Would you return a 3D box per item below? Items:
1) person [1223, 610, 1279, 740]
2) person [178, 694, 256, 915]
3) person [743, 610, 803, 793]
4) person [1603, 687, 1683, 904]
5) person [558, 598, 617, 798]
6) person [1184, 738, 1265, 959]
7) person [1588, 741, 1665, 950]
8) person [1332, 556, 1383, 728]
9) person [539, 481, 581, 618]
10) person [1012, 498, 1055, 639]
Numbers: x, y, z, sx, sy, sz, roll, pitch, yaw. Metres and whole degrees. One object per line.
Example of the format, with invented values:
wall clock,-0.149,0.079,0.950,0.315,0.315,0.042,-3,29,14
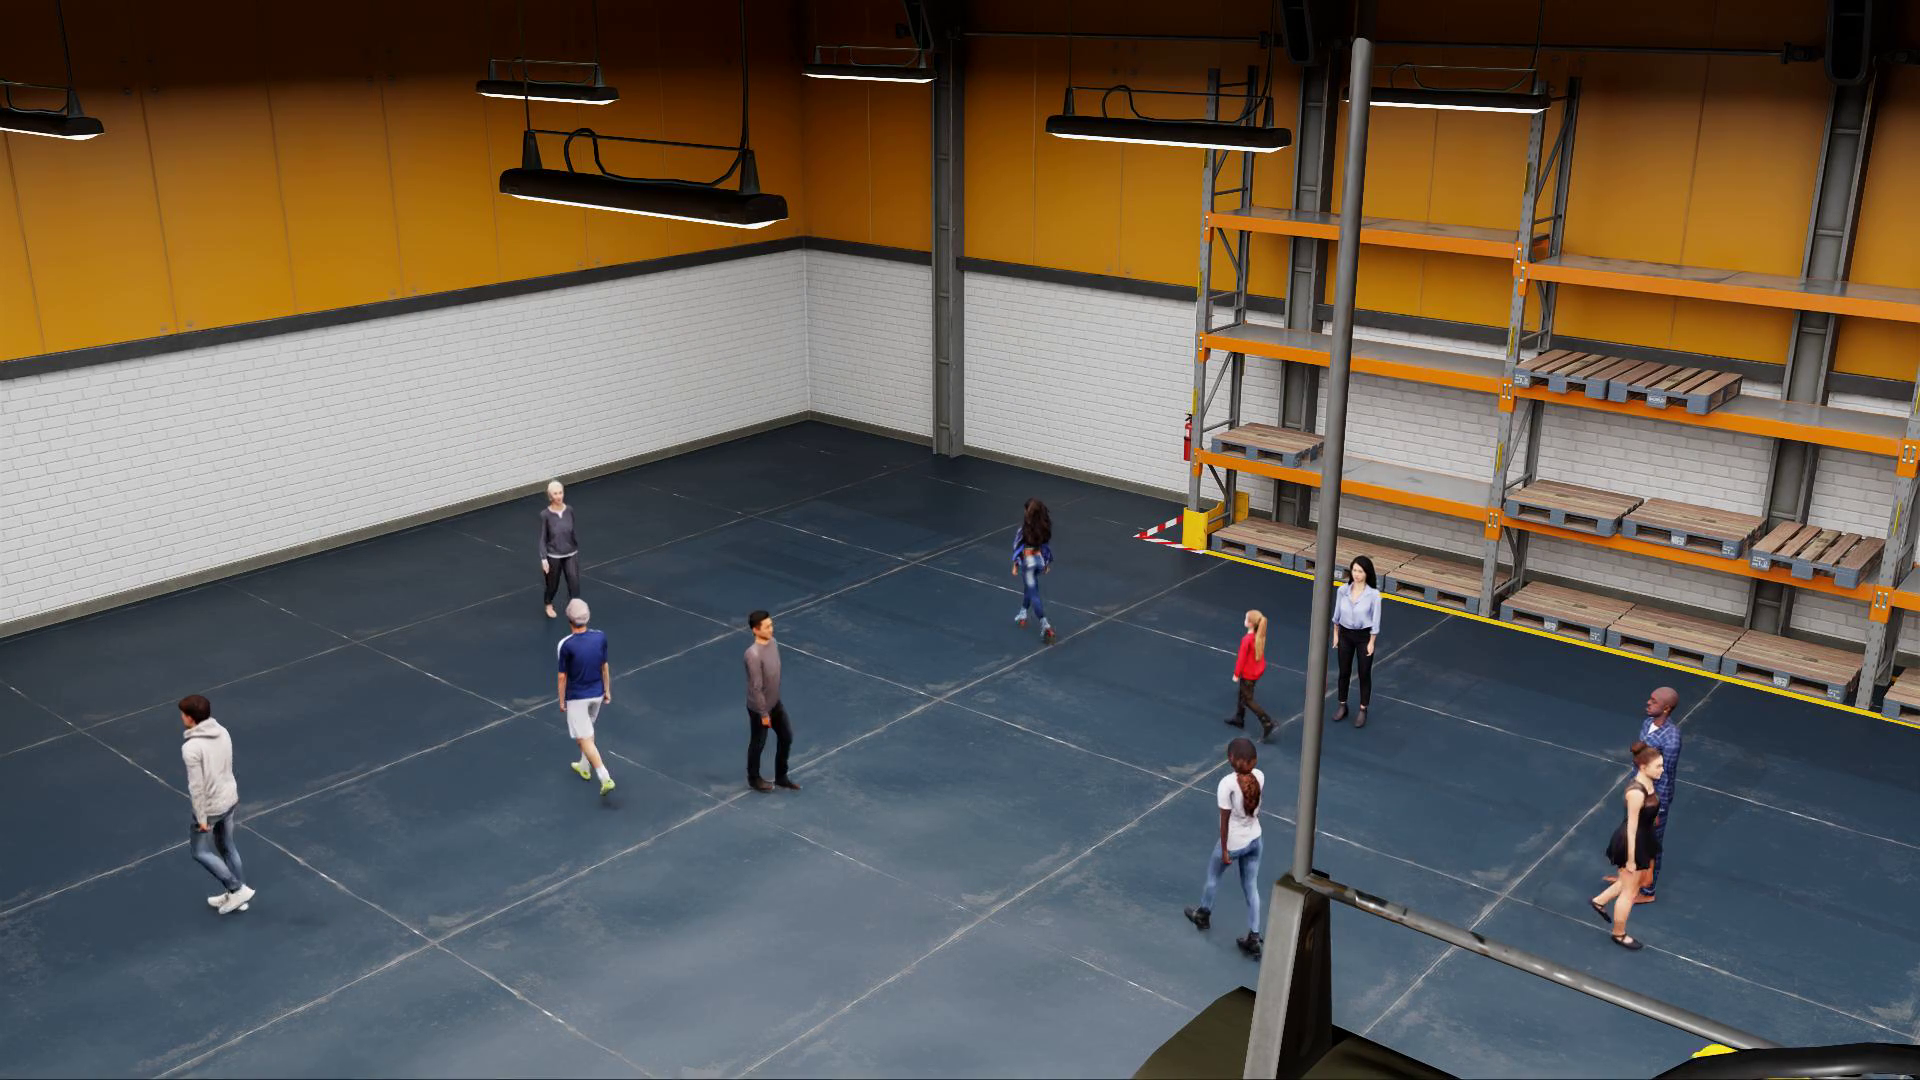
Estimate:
person,2.840,1.305,16.054,0.850,1.266,0.533,13,23,34
person,-5.703,2.065,12.901,0.870,1.838,0.827,3,19,8
person,-1.824,1.449,14.869,0.846,1.750,0.772,10,21,28
person,5.459,1.992,13.149,0.811,1.819,0.764,0,19,-1
person,-3.312,1.427,14.840,0.735,1.809,1.178,-17,25,-40
person,2.144,2.310,12.402,0.819,1.693,1.050,-9,21,-26
person,5.003,2.275,12.548,0.690,1.666,0.615,13,22,33
person,3.887,0.980,16.270,0.525,1.743,0.715,12,22,32
person,-4.541,0.160,18.781,0.828,1.695,1.142,-12,22,-31
person,0.838,0.332,18.441,0.829,1.586,1.103,-11,22,-30
